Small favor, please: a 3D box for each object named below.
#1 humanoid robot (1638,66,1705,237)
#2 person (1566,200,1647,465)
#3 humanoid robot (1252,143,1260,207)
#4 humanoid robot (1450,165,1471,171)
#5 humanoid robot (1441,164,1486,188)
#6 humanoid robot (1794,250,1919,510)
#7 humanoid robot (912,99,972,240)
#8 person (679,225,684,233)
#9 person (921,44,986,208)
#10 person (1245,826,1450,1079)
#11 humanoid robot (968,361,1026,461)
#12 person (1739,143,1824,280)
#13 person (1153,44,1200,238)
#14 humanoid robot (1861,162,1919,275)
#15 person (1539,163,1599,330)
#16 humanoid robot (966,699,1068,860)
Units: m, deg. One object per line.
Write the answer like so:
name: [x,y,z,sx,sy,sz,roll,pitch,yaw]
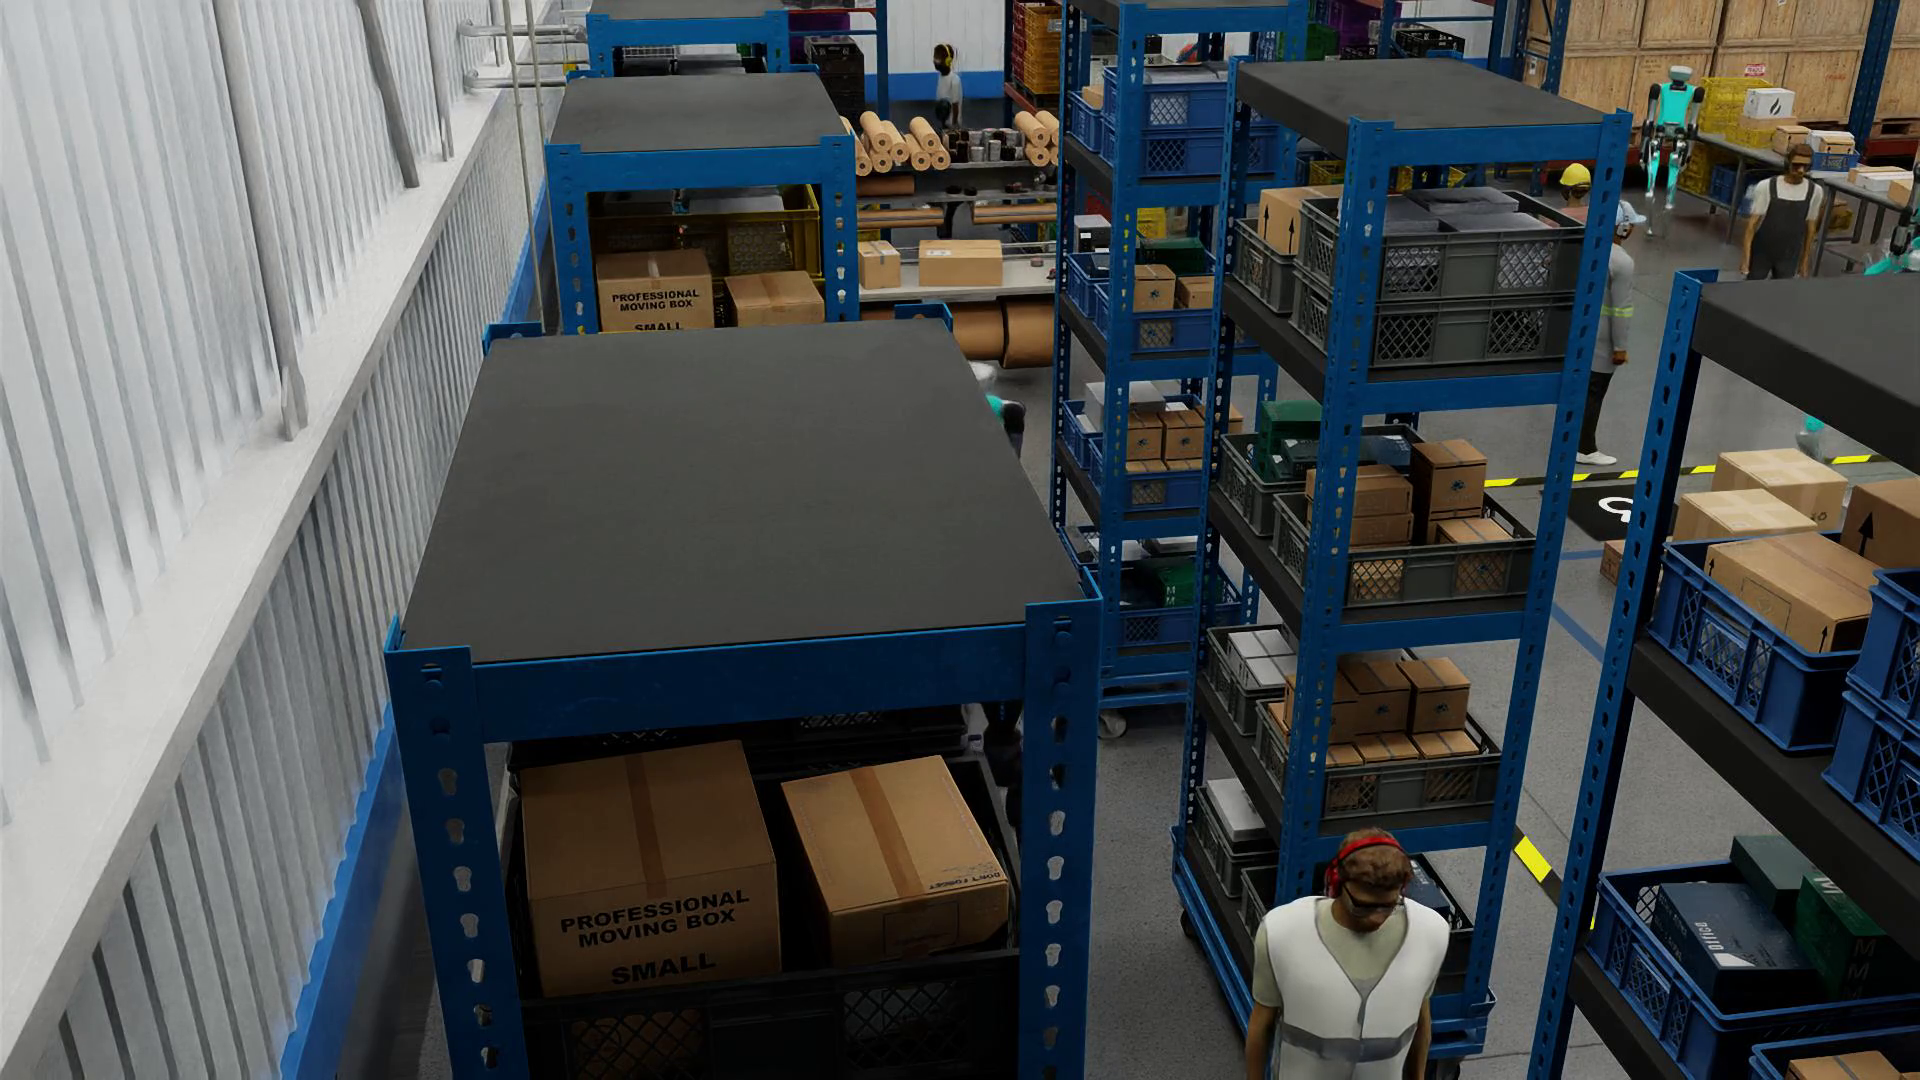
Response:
humanoid robot: [7.225,-3.884,17.008,0.542,1.802,0.811,7,26,16]
person: [4.442,-1.432,11.517,0.371,1.853,0.589,-6,25,-12]
humanoid robot: [3.236,-4.516,18.473,0.498,1.643,0.589,-12,27,-24]
humanoid robot: [4.987,-3.925,17.148,0.604,1.646,0.403,-7,26,-15]
humanoid robot: [5.061,-3.799,16.873,0.600,1.653,0.338,1,25,2]
humanoid robot: [5.759,-1.001,10.811,0.823,1.840,0.544,12,27,25]
humanoid robot: [-0.150,-3.428,16.142,0.596,1.641,0.780,-9,26,-19]
person: [-1.839,-1.131,10.760,0.351,1.938,0.543,-2,25,-4]
person: [-0.072,-4.509,18.224,0.902,1.832,0.524,-13,28,-26]
person: [1.105,1.613,4.911,0.562,1.839,0.390,-2,25,-5]
humanoid robot: [0.006,0.000,8.529,0.536,1.735,0.971,7,26,16]
person: [6.525,-2.253,13.312,0.534,1.836,0.390,7,26,14]
person: [2.299,-4.097,17.147,0.470,1.997,0.639,17,30,32]
humanoid robot: [7.941,-2.557,14.018,0.535,1.735,0.676,-9,26,-19]
person: [4.672,-2.035,12.930,0.529,1.768,0.310,-10,27,-21]
humanoid robot: [0.155,0.958,6.583,0.601,1.639,0.749,0,25,-1]
